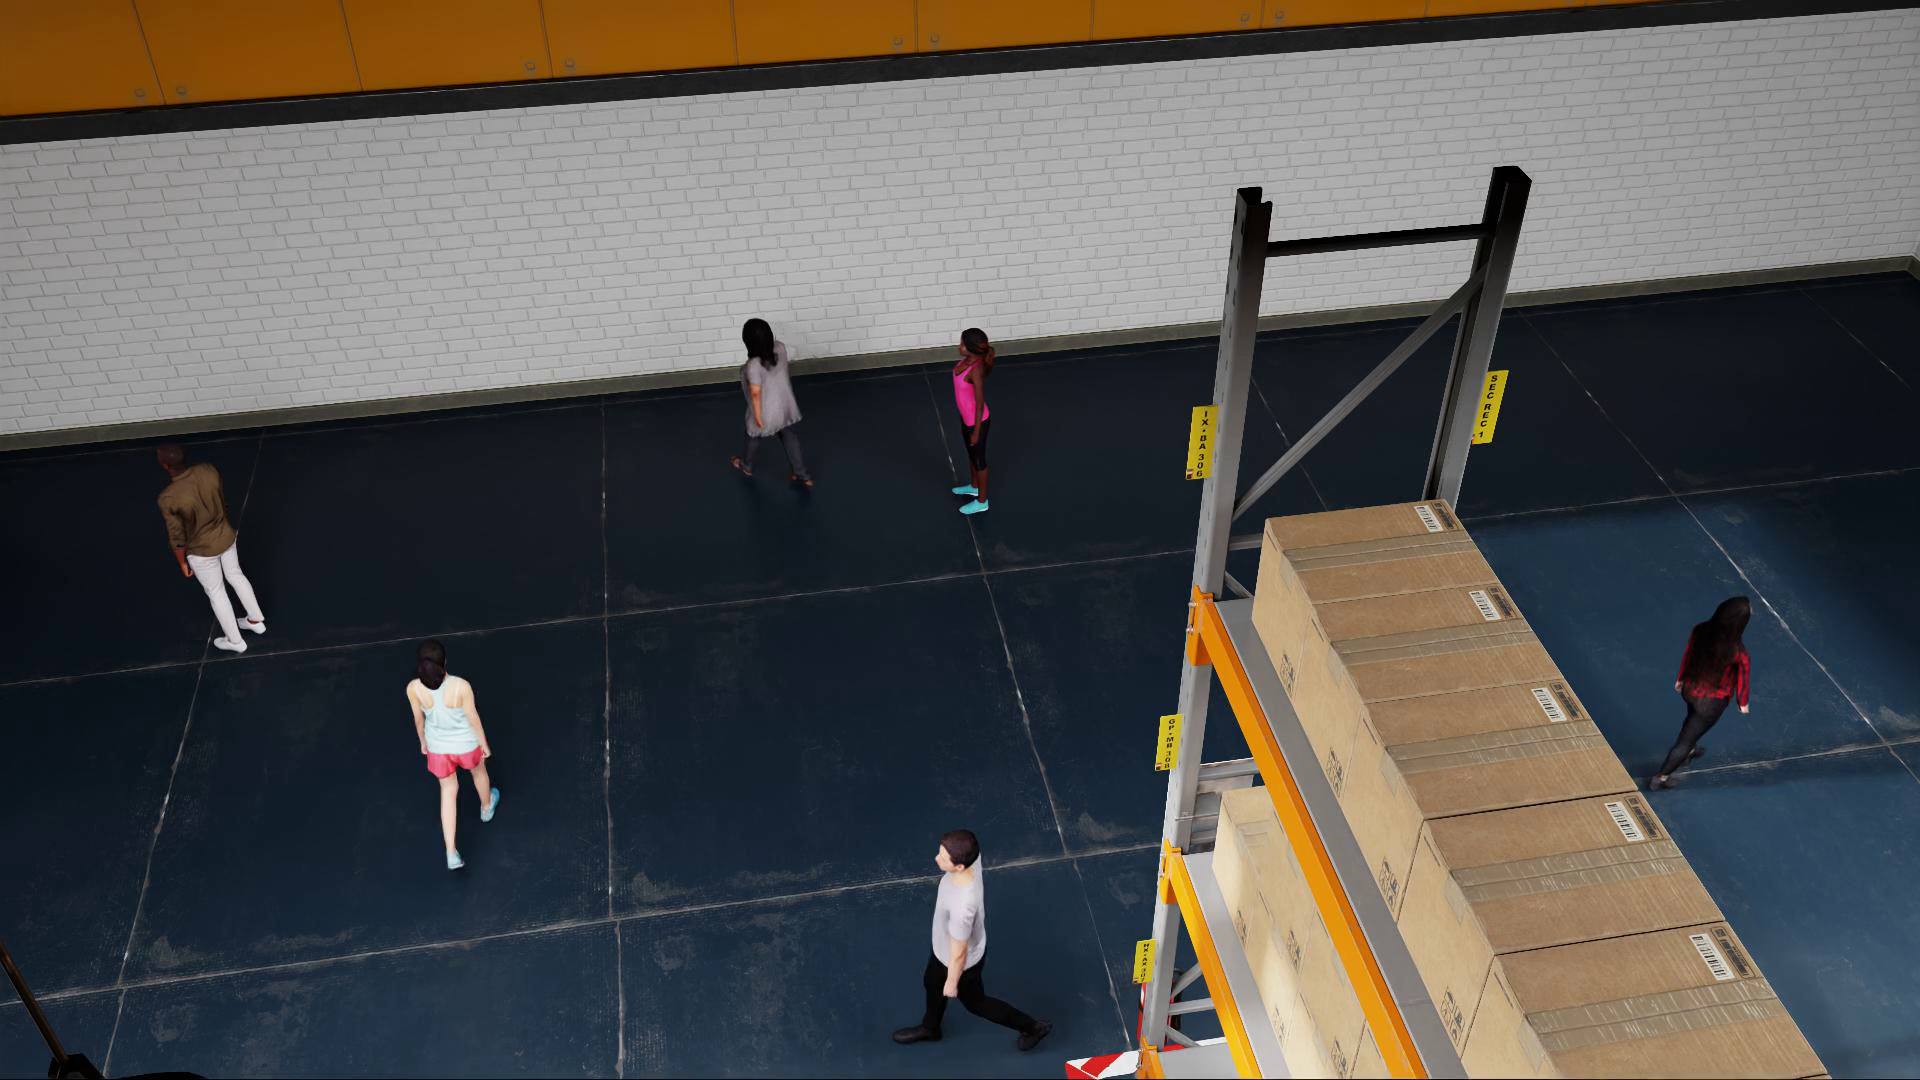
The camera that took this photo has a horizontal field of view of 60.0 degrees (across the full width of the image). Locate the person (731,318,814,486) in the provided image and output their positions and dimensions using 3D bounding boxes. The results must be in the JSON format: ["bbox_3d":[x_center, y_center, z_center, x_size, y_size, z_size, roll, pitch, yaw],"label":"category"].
[{"bbox_3d":[-1.523,-1.117,13.834,1.114,1.578,1.000,28,46,30],"label":"person"}]

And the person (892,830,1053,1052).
[{"bbox_3d":[0.105,2.307,9.344,0.895,1.831,1.167,0,39,0],"label":"person"}]

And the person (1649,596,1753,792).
[{"bbox_3d":[4.891,1.075,11.040,0.775,1.640,0.811,-16,41,-19],"label":"person"}]

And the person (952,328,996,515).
[{"bbox_3d":[0.125,-0.985,13.552,0.614,1.722,0.478,-6,39,-7],"label":"person"}]

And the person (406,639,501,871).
[{"bbox_3d":[-3.236,1.366,10.596,0.673,1.739,1.127,-2,39,-3],"label":"person"}]

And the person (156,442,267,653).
[{"bbox_3d":[-5.497,0.036,12.199,0.849,1.817,0.742,17,42,20],"label":"person"}]
